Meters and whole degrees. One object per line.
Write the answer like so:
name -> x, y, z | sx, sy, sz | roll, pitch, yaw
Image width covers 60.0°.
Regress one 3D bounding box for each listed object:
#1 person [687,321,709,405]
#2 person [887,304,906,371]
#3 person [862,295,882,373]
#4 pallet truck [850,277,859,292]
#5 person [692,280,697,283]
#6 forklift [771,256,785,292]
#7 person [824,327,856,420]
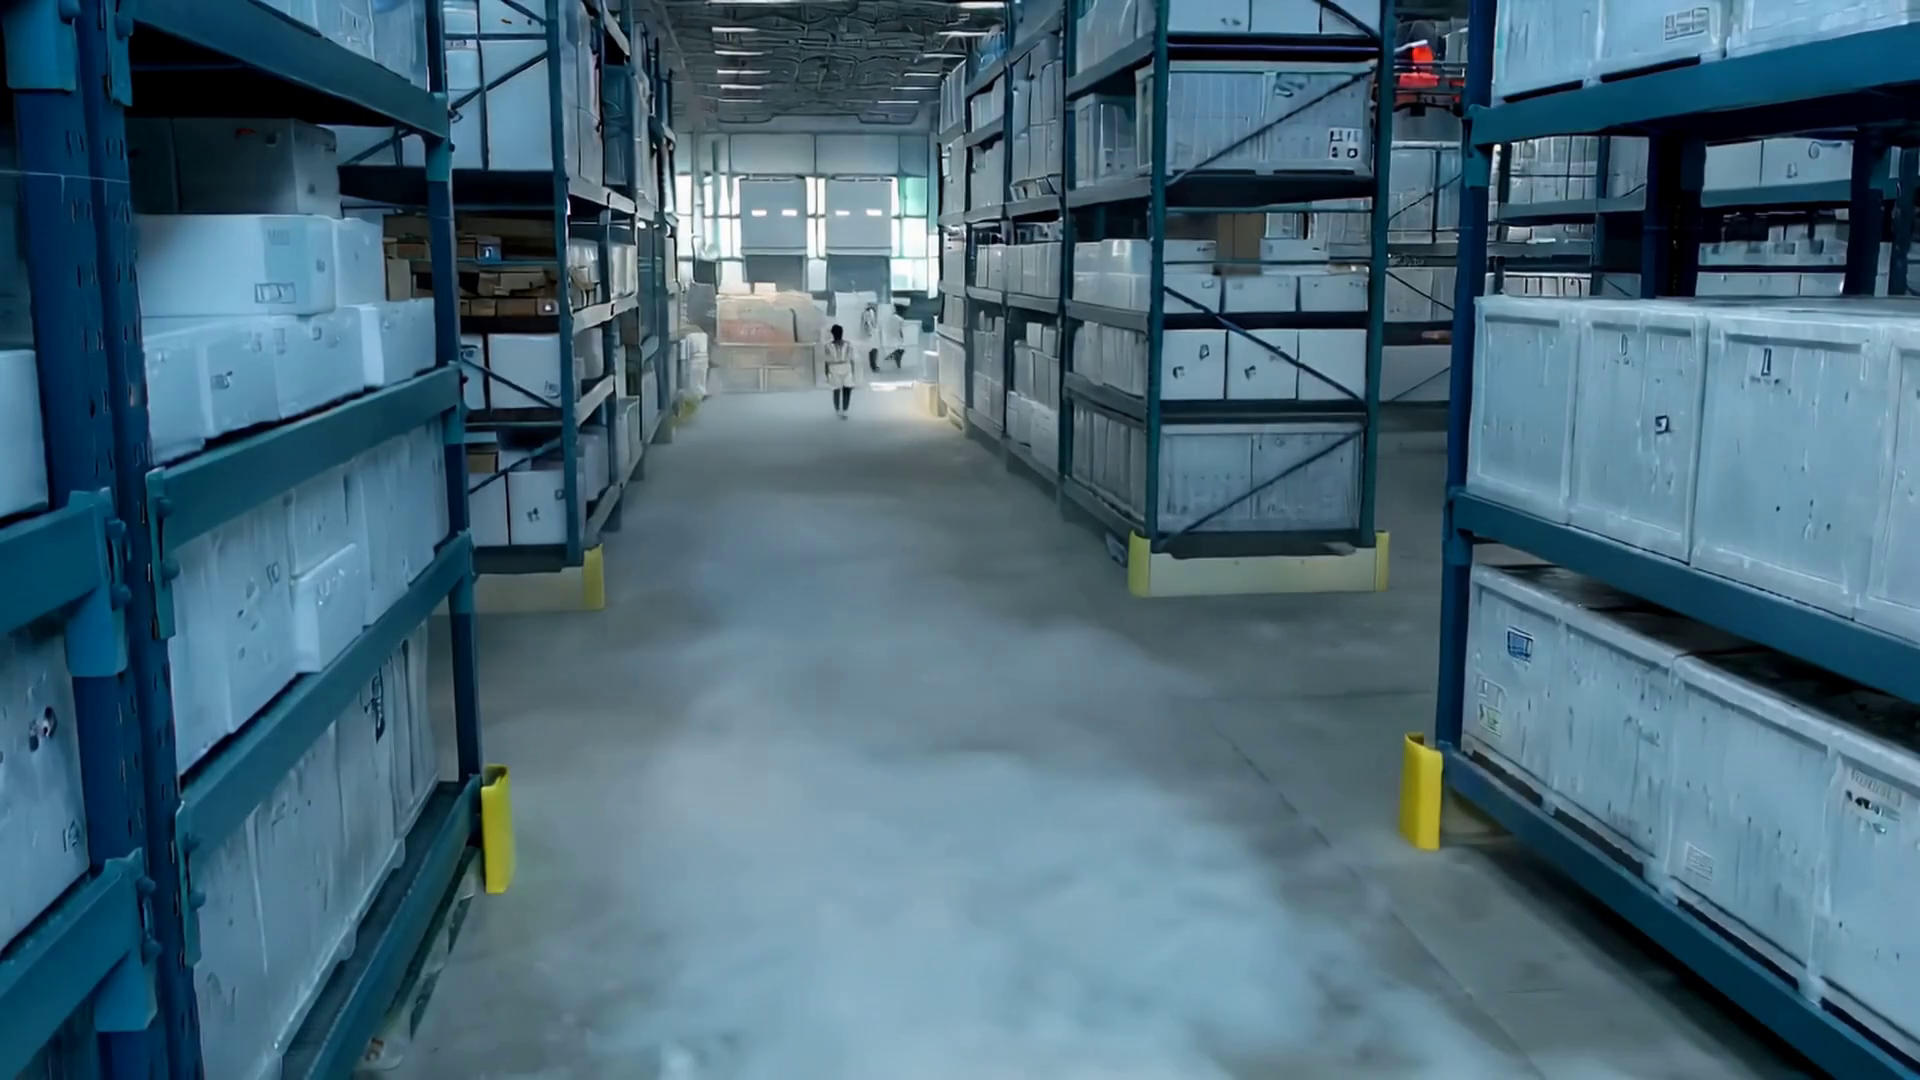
person -> -5.032, -3.408, 32.031 | 0.394, 1.620, 0.544 | 9, 13, 41
person -> -1.570, -4.994, 41.103 | 0.448, 1.685, 0.547 | -4, 11, -22
person -> -2.253, -4.977, 40.378 | 0.680, 1.919, 0.541 | -2, 10, -11
pallet truck -> -3.782, -9.391, 65.808 | 1.885, 1.965, 0.823 | 2, 10, 10
person -> -10.016, -8.857, 62.900 | 0.594, 1.926, 0.366 | -1, 10, -6
forklift -> -6.462, -8.662, 58.992 | 1.873, 2.768, 1.129 | 0, 10, 0
person -> -2.101, -2.942, 29.288 | 0.589, 1.629, 0.875 | -2, 10, -11
